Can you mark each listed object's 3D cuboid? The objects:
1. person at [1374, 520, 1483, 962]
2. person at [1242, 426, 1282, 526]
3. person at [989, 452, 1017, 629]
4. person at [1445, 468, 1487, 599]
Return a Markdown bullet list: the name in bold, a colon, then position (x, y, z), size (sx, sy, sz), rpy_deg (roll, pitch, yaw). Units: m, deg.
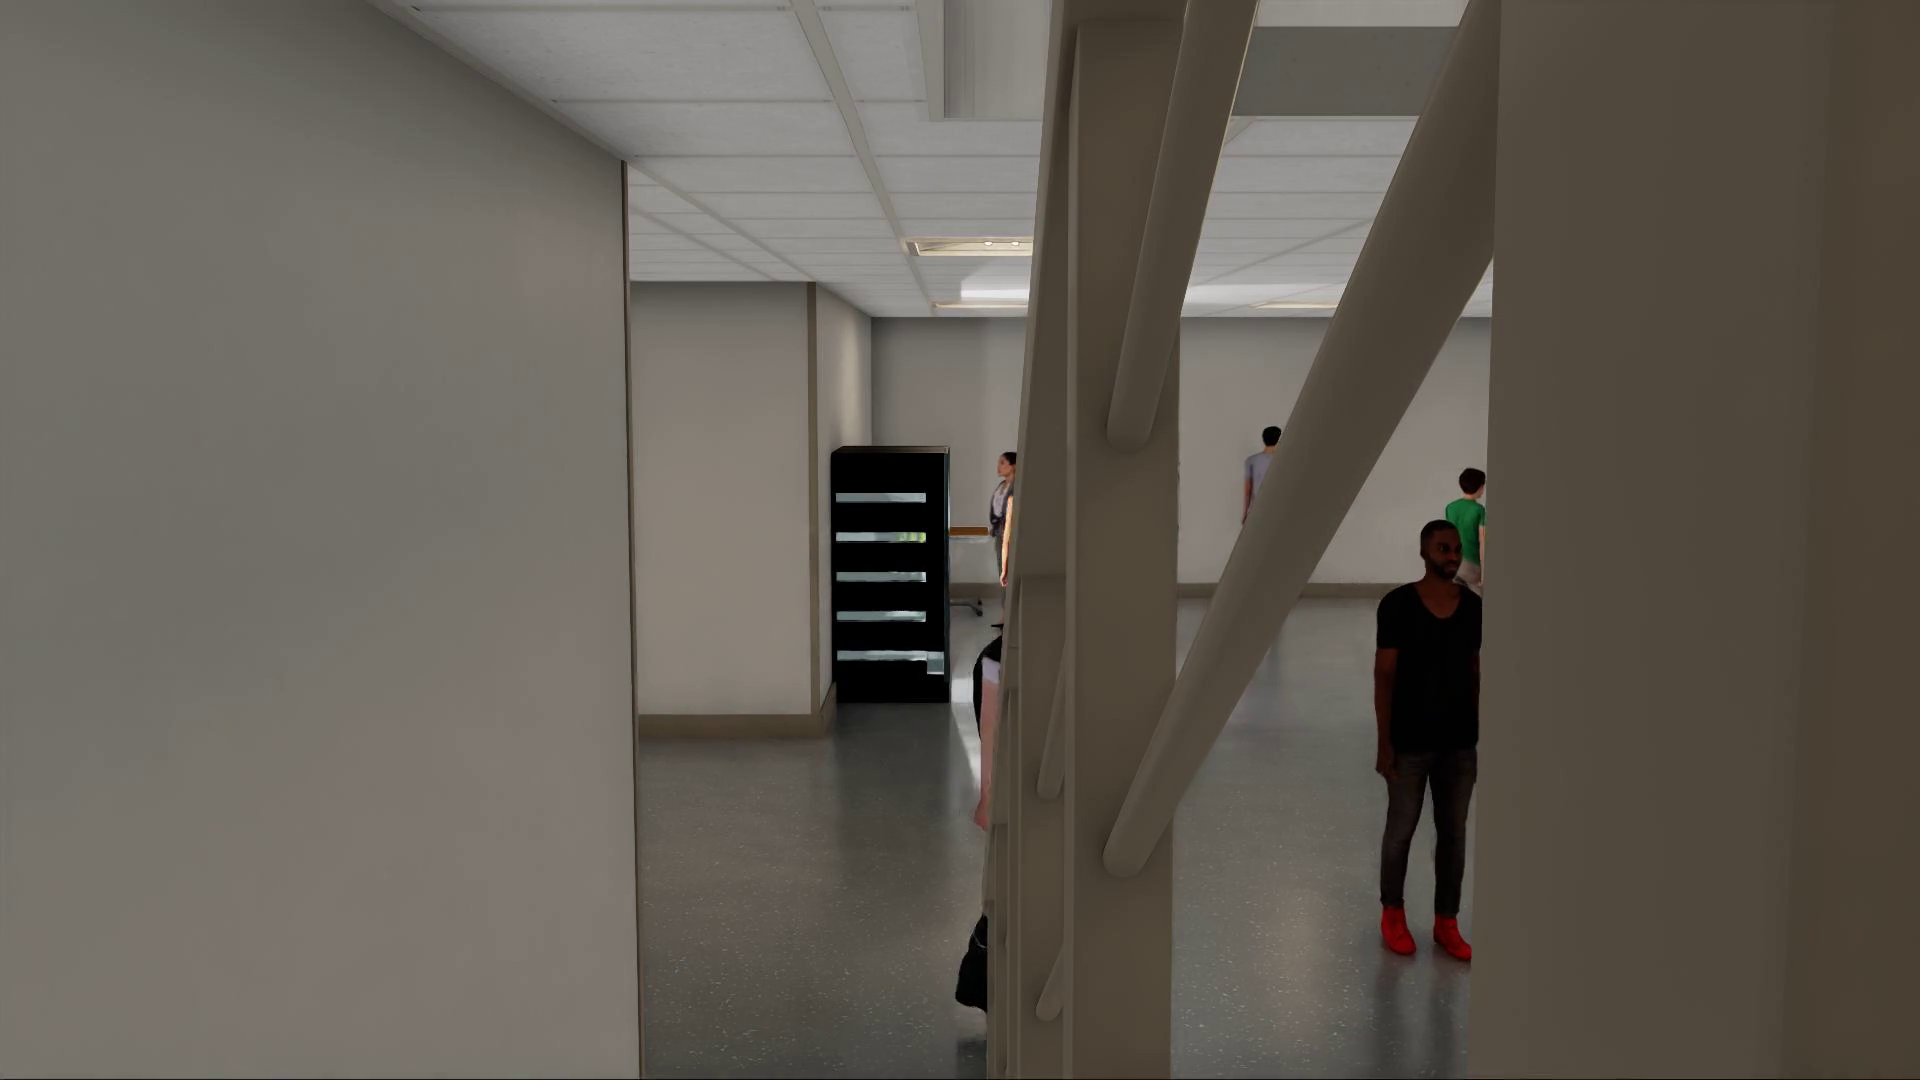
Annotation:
- **person**: position (1.924, 0.810, 6.945), size (0.673, 1.803, 0.643), rpy_deg (0, 6, -5)
- **person**: position (3.147, -0.242, 17.130), size (0.760, 1.858, 0.720), rpy_deg (2, 6, 23)
- **person**: position (0.479, 0.011, 15.529), size (0.767, 1.674, 0.664), rpy_deg (-3, 6, -27)
- **person**: position (4.005, 0.246, 13.364), size (0.732, 1.640, 0.791), rpy_deg (5, 8, 43)
